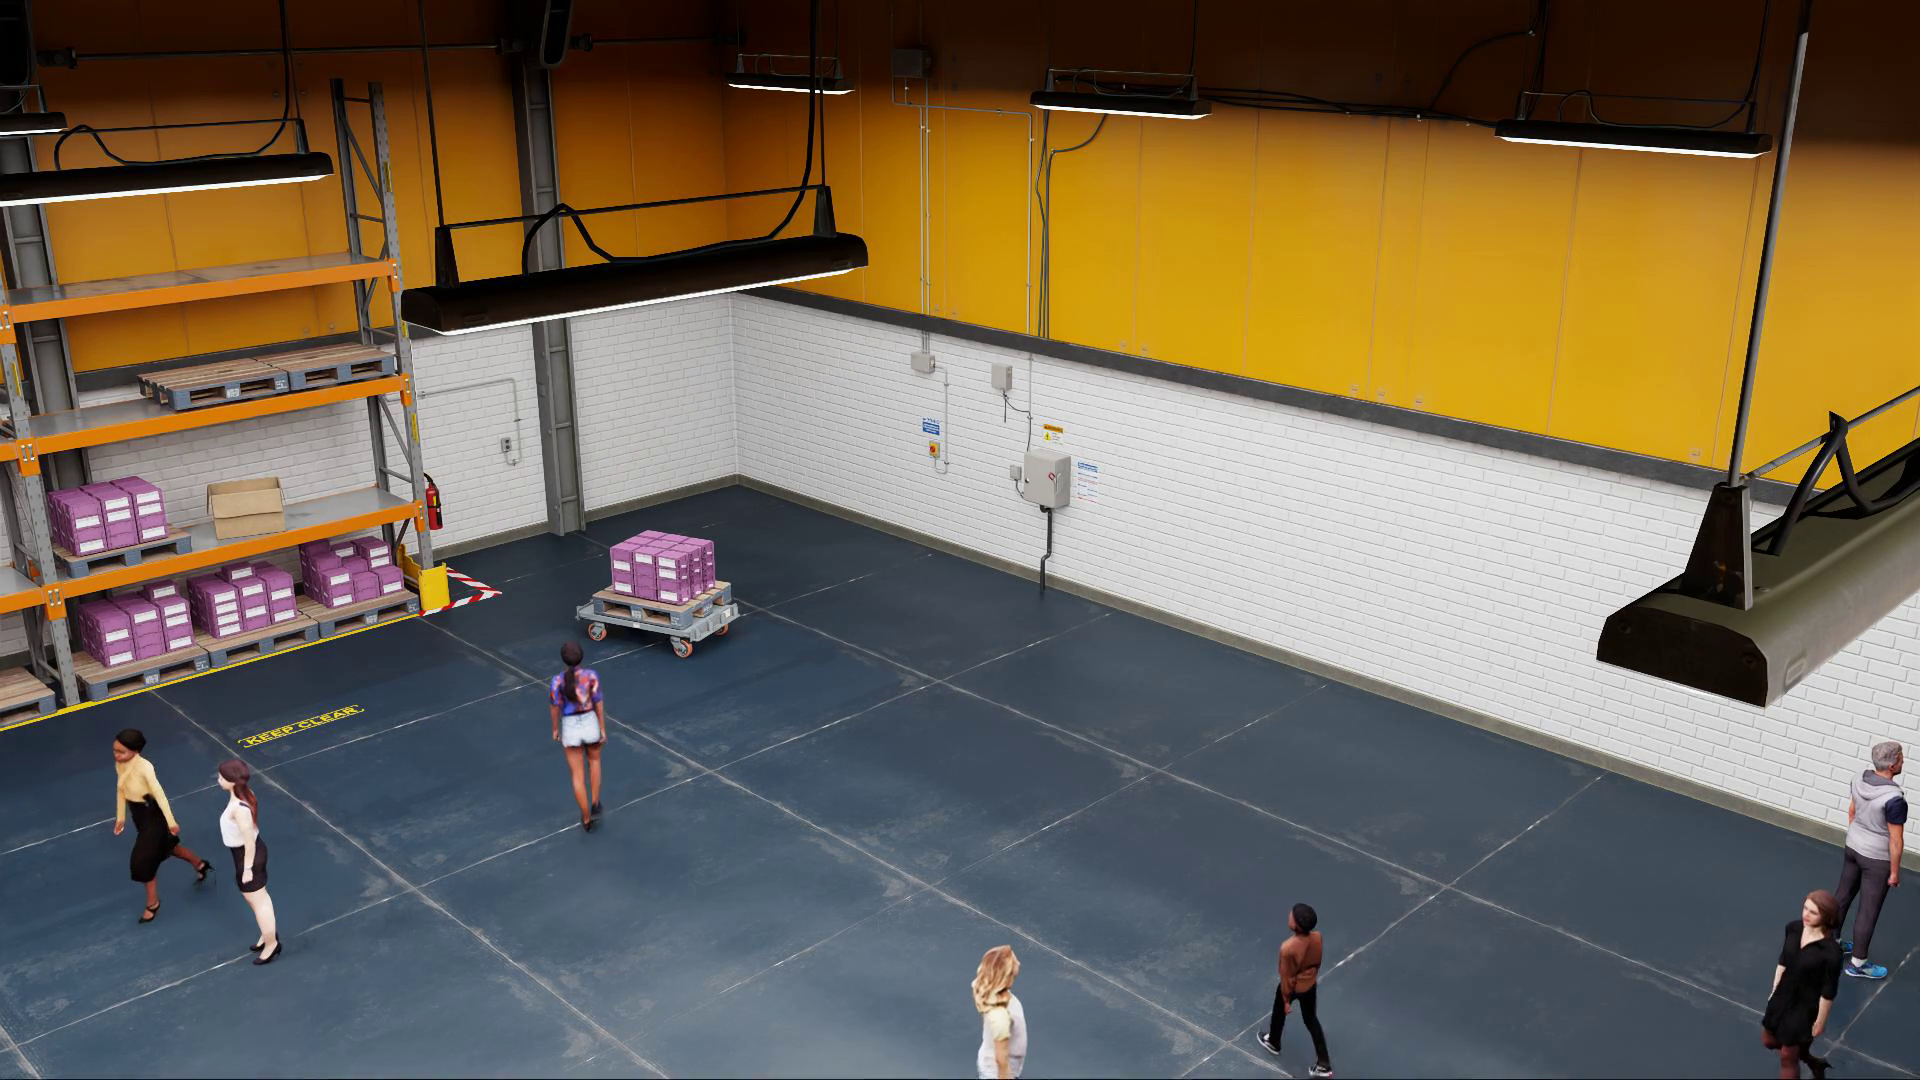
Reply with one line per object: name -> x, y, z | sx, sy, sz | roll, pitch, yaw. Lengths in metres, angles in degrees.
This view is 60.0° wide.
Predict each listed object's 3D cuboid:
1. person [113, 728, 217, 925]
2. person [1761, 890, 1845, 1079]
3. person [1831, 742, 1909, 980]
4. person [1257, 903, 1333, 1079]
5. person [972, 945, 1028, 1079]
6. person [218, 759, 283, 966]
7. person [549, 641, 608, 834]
person -> -6.276, 2.182, 13.026 | 0.684, 1.612, 0.975 | 15, 24, 38
person -> 5.400, 2.964, 10.580 | 0.923, 1.691, 0.808 | -5, 19, -16
person -> 6.697, 2.323, 12.264 | 0.792, 1.830, 0.773 | -3, 19, -8
person -> 2.314, 3.017, 11.133 | 0.905, 1.237, 0.772 | -9, 21, -24
person -> 0.214, 3.182, 9.881 | 0.760, 1.725, 0.727 | -3, 19, -9
person -> -5.286, 2.384, 12.370 | 0.618, 1.648, 0.625 | -8, 20, -23
person -> -3.245, 1.708, 14.254 | 0.811, 1.727, 0.850 | -5, 19, -15
